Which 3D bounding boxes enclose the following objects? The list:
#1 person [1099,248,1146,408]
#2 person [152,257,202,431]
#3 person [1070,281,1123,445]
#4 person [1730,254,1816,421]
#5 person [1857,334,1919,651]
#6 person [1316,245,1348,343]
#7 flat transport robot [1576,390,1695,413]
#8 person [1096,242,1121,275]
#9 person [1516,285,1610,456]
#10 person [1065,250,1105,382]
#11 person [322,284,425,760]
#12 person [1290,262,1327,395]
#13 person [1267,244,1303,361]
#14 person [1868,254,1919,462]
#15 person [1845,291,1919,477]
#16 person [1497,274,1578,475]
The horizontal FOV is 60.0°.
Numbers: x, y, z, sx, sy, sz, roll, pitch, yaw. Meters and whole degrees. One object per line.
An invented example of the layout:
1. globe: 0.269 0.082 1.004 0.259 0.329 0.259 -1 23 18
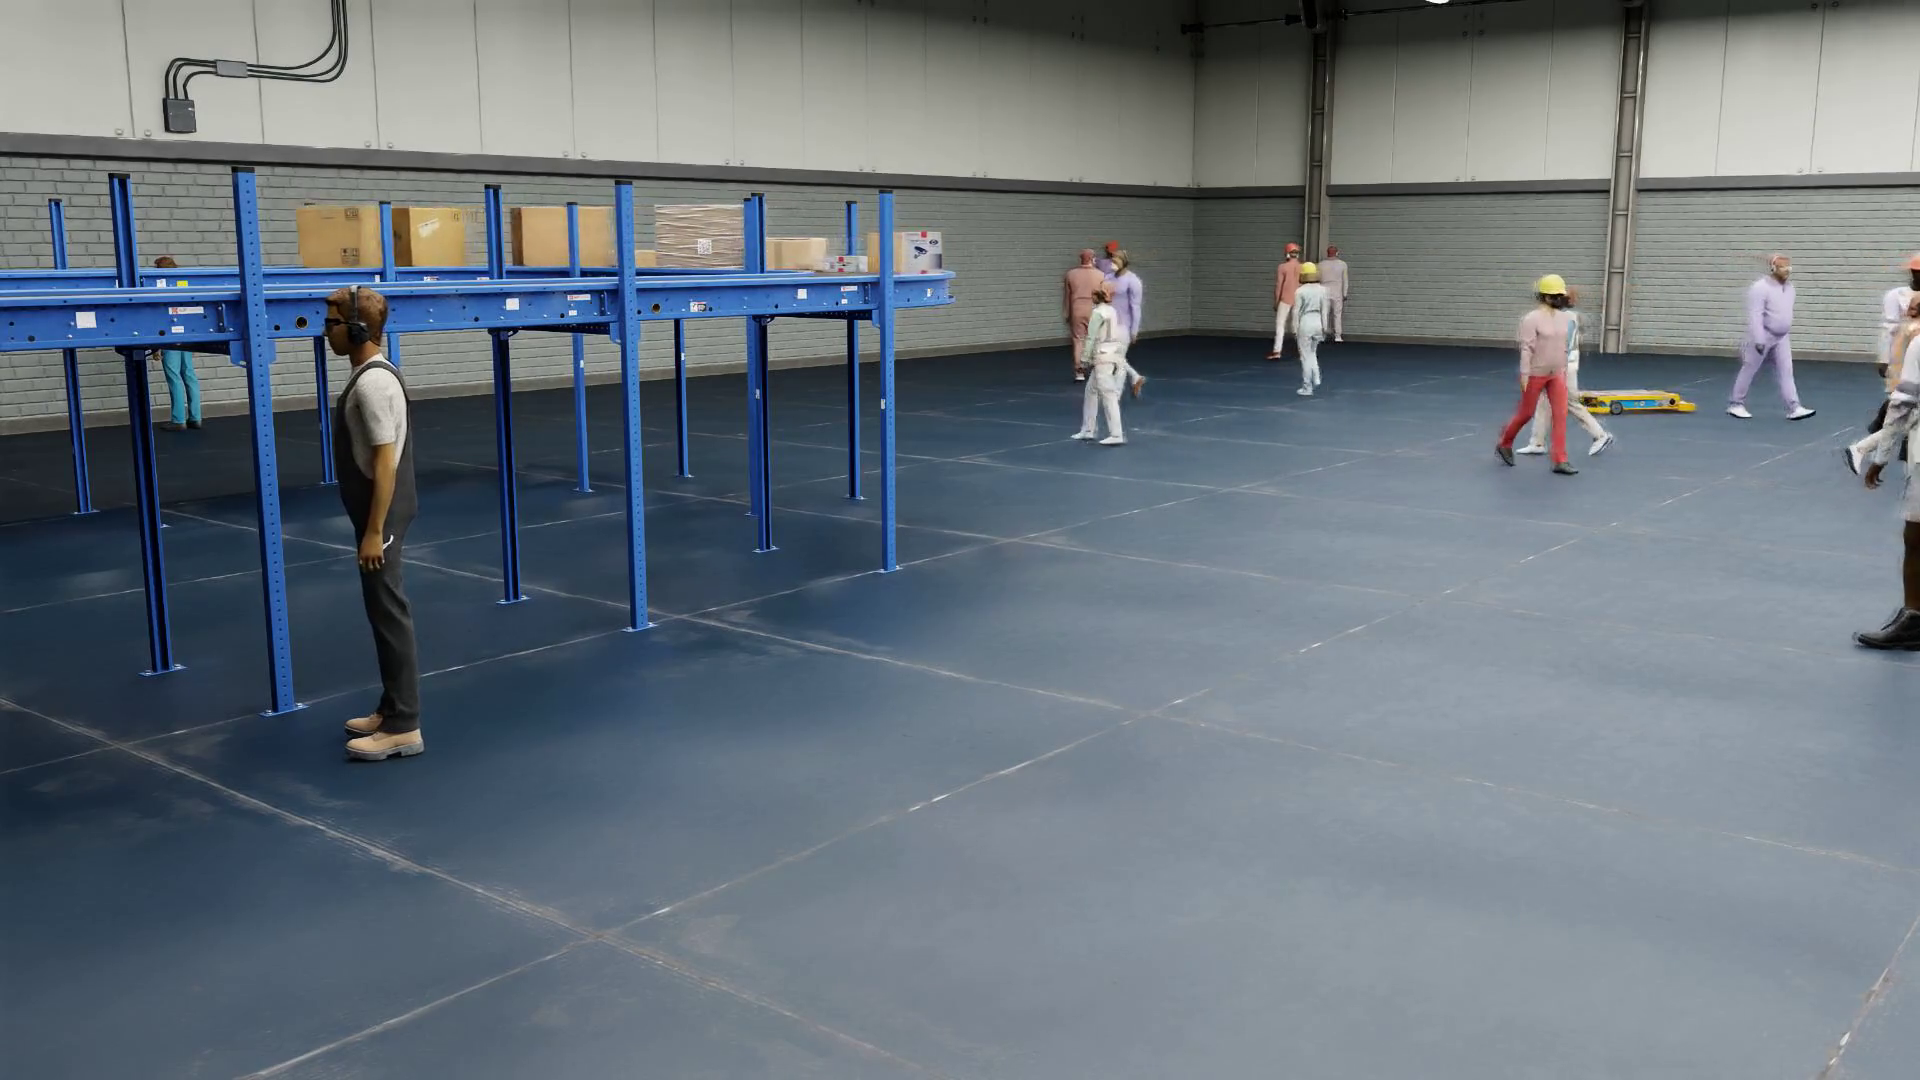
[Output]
1. person: 1.991 -2.572 20.180 0.692 1.922 0.641 -7 12 -32
2. person: -8.377 -2.096 17.770 0.385 1.836 0.569 3 11 17
3. person: 1.332 -1.748 16.475 0.707 1.613 0.527 4 11 19
4. person: 9.142 -2.270 18.700 0.667 1.848 1.002 -4 11 -22
5. person: 4.837 -0.371 8.029 0.449 1.909 0.782 -7 12 -34
6. person: 7.366 -4.875 32.980 0.643 1.909 0.411 3 11 16
7. flat transport robot: 7.920 -1.656 19.795 1.431 0.197 0.652 -2 10 -12
8. person: 2.782 -4.645 31.523 0.420 1.994 0.734 -8 13 -38
9. person: 5.719 -1.592 15.619 0.777 1.616 0.534 1 10 5
10. person: 1.842 -3.247 24.076 0.646 1.871 0.867 3 11 15
11. person: -2.310 -0.071 6.541 0.341 1.845 0.524 -3 11 -18
12. person: 4.562 -2.777 21.828 0.511 1.727 0.374 -5 11 -24
13. person: 5.562 -3.997 28.020 0.762 1.959 0.543 -4 11 -19
14. person: 8.719 -1.693 15.318 0.566 1.918 0.569 0 10 0
15. person: 7.782 -1.253 13.744 0.644 1.614 0.524 5 11 24
16. person: 5.100 -1.477 14.649 0.539 1.728 0.842 -4 11 -21
